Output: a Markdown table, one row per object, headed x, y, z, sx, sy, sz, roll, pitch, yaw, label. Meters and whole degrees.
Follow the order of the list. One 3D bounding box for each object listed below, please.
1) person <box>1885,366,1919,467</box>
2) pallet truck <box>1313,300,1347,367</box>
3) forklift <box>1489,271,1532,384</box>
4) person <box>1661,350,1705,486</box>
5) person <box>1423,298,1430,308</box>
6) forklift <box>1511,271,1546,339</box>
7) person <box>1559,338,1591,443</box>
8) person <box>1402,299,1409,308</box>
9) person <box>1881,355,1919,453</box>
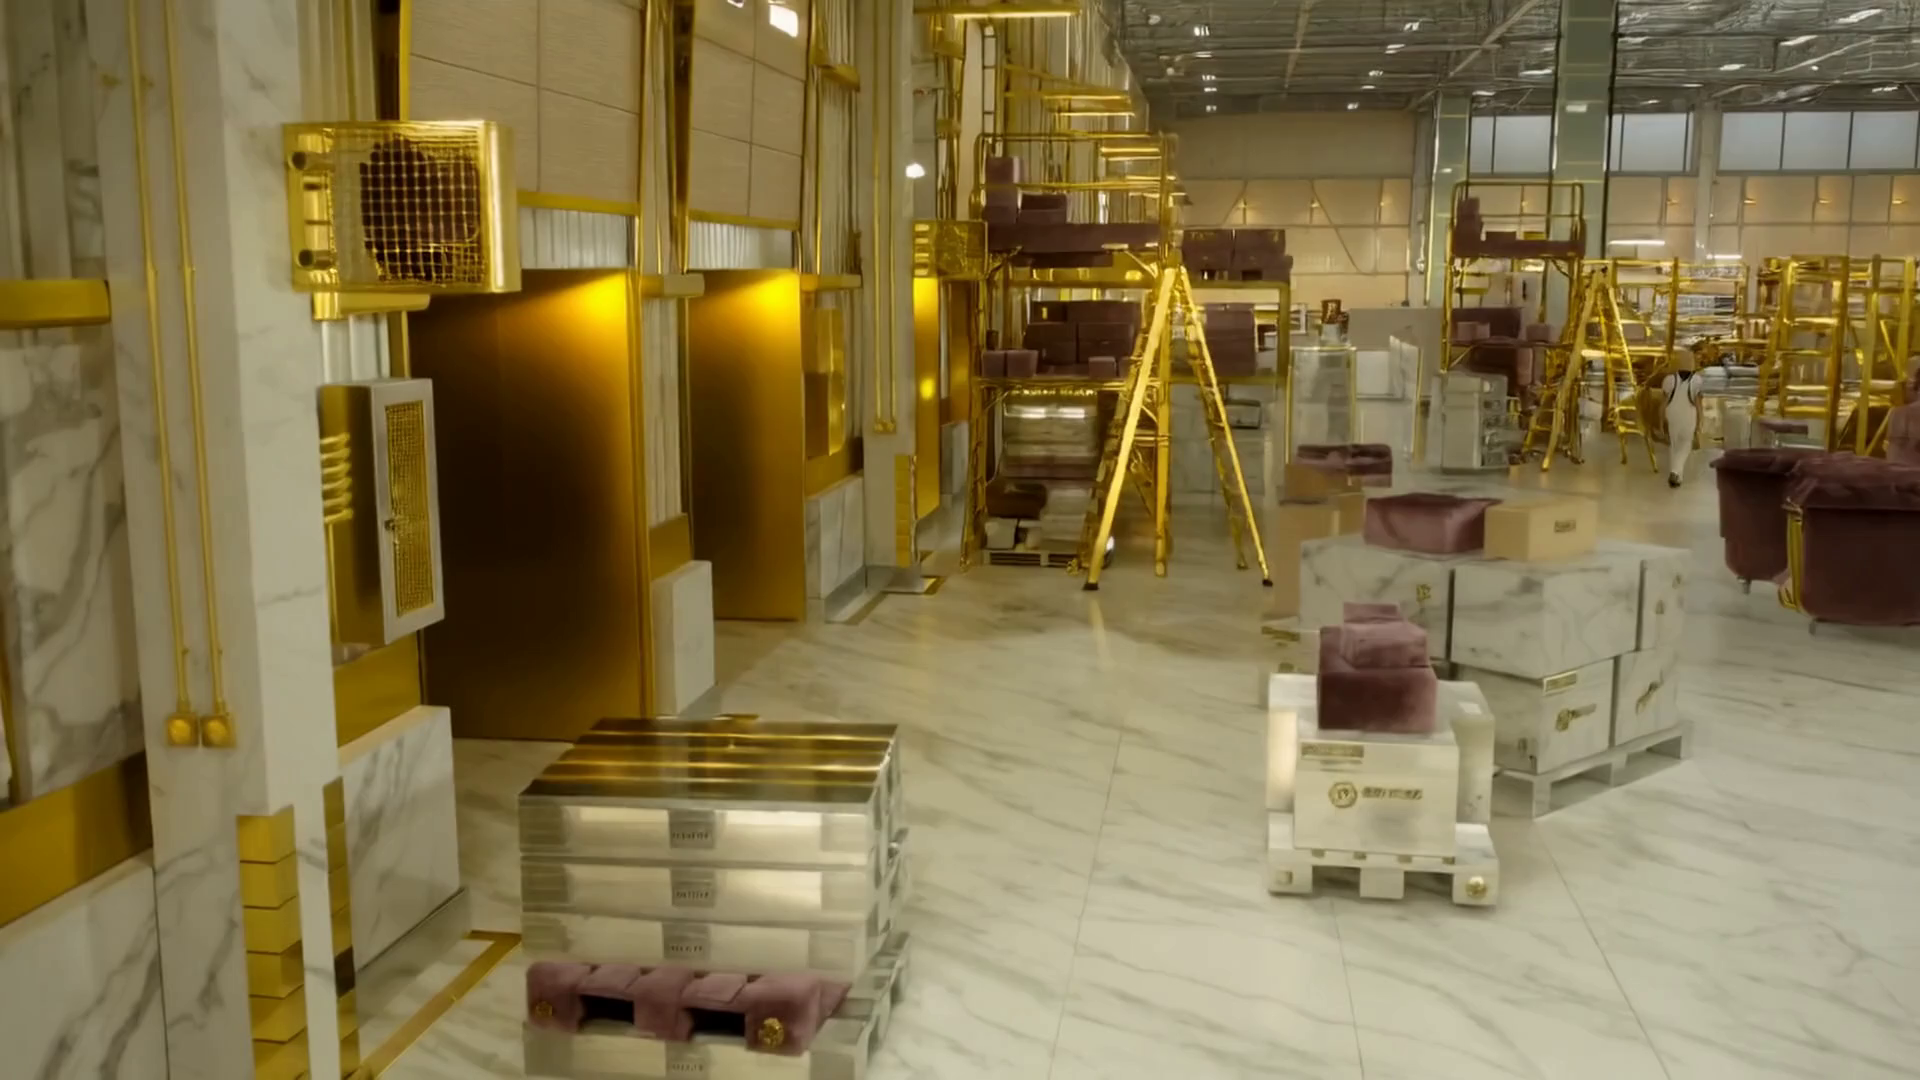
| x | y | z | sx | sy | sz | roll | pitch | yaw | label |
| --- | --- | --- | --- | --- | --- | --- | --- | --- | --- |
| 8.787 | -0.605 | 15.236 | 0.611 | 1.990 | 0.392 | 2 | 9 | 11 | person |
| 11.159 | -6.200 | 49.718 | 0.823 | 1.965 | 1.885 | 4 | 10 | 26 | pallet truck |
| 13.422 | -5.322 | 41.591 | 1.873 | 2.768 | 1.129 | 1 | 9 | 9 | forklift |
| 9.431 | -1.578 | 21.772 | 0.520 | 1.821 | 0.781 | 6 | 11 | 35 | person |
| 15.649 | -7.170 | 55.881 | 0.544 | 1.939 | 0.372 | 2 | 9 | 11 | person |
| 15.502 | -5.975 | 45.615 | 1.873 | 2.768 | 1.129 | -3 | 10 | -17 | forklift |
| 10.149 | -2.465 | 27.467 | 0.485 | 1.744 | 0.308 | 2 | 9 | 11 | person |
| 14.294 | -6.776 | 53.463 | 0.628 | 1.936 | 0.377 | 2 | 9 | 11 | person |
| 10.939 | -1.192 | 19.226 | 0.521 | 1.873 | 0.334 | 2 | 9 | 11 | person |
